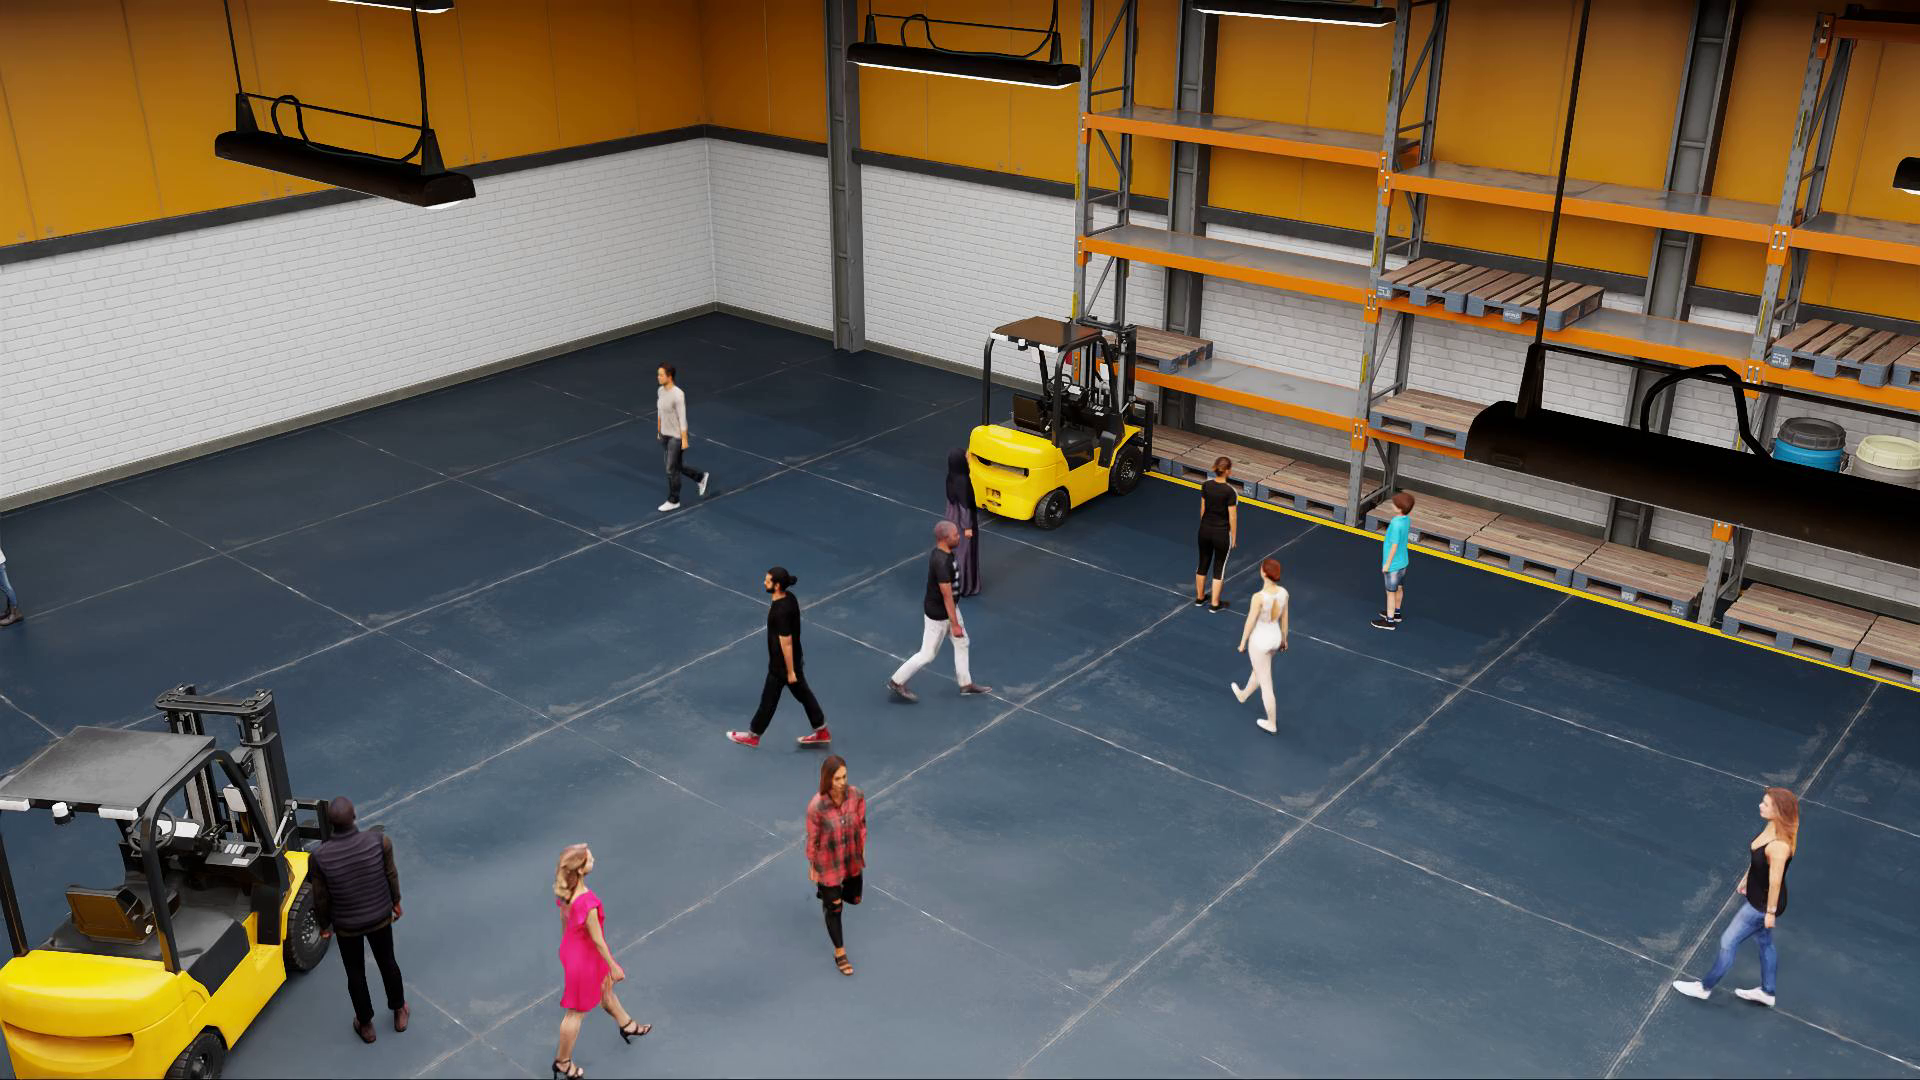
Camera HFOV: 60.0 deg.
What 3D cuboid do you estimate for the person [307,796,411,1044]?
[{"bbox_3d":[-3.957,2.495,10.988,0.772,1.835,0.732,-12,26,-25],"label":"person"}]

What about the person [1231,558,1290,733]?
[{"bbox_3d":[2.769,0.964,14.767,0.747,1.615,1.017,-15,28,-31],"label":"person"}]

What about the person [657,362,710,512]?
[{"bbox_3d":[-3.288,-1.246,19.601,0.819,1.793,0.949,-18,30,-36],"label":"person"}]

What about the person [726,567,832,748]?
[{"bbox_3d":[-1.428,1.059,14.433,1.222,1.709,1.100,0,24,1],"label":"person"}]

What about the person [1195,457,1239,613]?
[{"bbox_3d":[2.617,-0.070,17.064,0.459,1.669,0.639,20,30,38],"label":"person"}]

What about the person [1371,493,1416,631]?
[{"bbox_3d":[4.395,0.191,16.743,0.513,1.448,0.545,15,27,30],"label":"person"}]

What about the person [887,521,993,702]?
[{"bbox_3d":[-0.258,0.687,15.201,1.278,1.774,1.104,2,24,5],"label":"person"}]

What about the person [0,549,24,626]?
[{"bbox_3d":[-9.763,0.217,16.854,0.565,1.312,0.460,-16,28,-33],"label":"person"}]

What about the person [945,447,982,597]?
[{"bbox_3d":[0.005,-0.212,17.456,0.770,1.614,0.688,-7,24,-15],"label":"person"}]

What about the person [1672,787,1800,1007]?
[{"bbox_3d":[5.512,2.458,11.245,0.963,1.697,0.744,10,25,21],"label":"person"}]

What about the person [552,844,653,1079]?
[{"bbox_3d":[-2.497,2.730,10.620,0.832,1.700,0.956,-13,27,-27],"label":"person"}]

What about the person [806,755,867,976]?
[{"bbox_3d":[-0.904,2.236,11.762,0.798,1.690,0.970,-13,27,-27],"label":"person"}]
